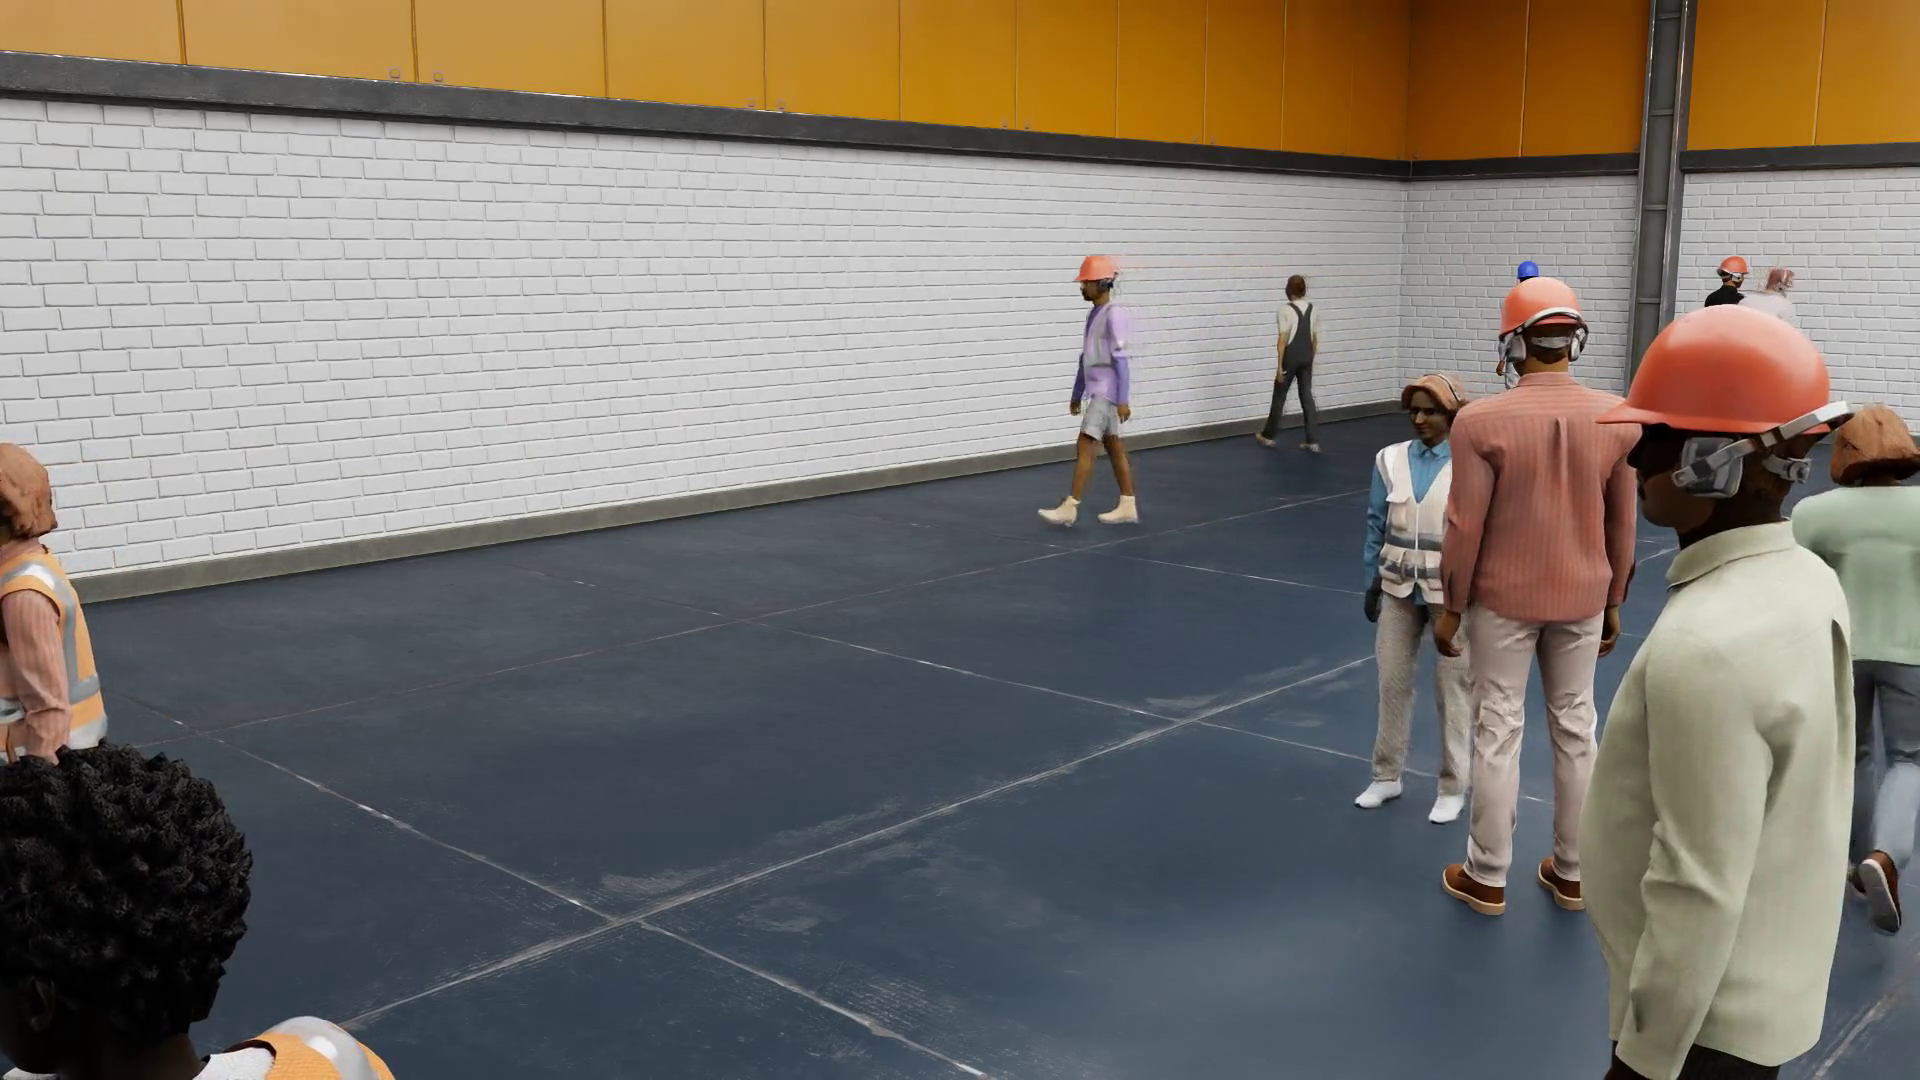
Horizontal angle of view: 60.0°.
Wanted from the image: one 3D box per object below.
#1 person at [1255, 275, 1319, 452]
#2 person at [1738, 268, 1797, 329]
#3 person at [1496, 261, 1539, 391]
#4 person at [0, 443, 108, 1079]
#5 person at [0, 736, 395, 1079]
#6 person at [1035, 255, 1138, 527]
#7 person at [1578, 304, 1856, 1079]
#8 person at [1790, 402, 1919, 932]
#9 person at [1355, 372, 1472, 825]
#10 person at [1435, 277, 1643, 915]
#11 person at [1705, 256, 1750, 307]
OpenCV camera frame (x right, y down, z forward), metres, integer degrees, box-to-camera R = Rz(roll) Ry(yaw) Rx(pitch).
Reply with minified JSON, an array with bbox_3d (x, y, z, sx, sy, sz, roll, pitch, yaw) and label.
[{"bbox_3d":[3.424,-1.825,17.169,0.538,1.799,0.880,-4,11,-23],"label":"person"},{"bbox_3d":[7.871,-1.716,16.358,0.394,1.873,0.744,-5,11,-28],"label":"person"},{"bbox_3d":[5.742,-1.852,16.896,0.607,1.943,0.403,-1,10,-8],"label":"person"},{"bbox_3d":[-2.173,0.581,3.921,0.312,1.636,0.518,-6,12,-32],"label":"person"},{"bbox_3d":[-0.651,0.996,1.421,0.321,1.690,0.529,3,10,17],"label":"person"},{"bbox_3d":[0.931,-1.095,12.390,0.942,2.004,0.645,-2,10,-10],"label":"person"},{"bbox_3d":[1.080,0.659,2.461,0.382,1.995,0.612,7,12,34],"label":"person"},{"bbox_3d":[2.804,0.382,5.108,0.534,1.605,0.644,6,12,31],"label":"person"},{"bbox_3d":[1.704,0.208,6.067,0.523,1.634,0.322,9,13,41],"label":"person"},{"bbox_3d":[1.782,0.185,5.183,0.609,1.986,0.391,-1,10,-5],"label":"person"},{"bbox_3d":[7.771,-1.873,16.873,0.376,1.995,0.611,-2,10,-12],"label":"person"}]
